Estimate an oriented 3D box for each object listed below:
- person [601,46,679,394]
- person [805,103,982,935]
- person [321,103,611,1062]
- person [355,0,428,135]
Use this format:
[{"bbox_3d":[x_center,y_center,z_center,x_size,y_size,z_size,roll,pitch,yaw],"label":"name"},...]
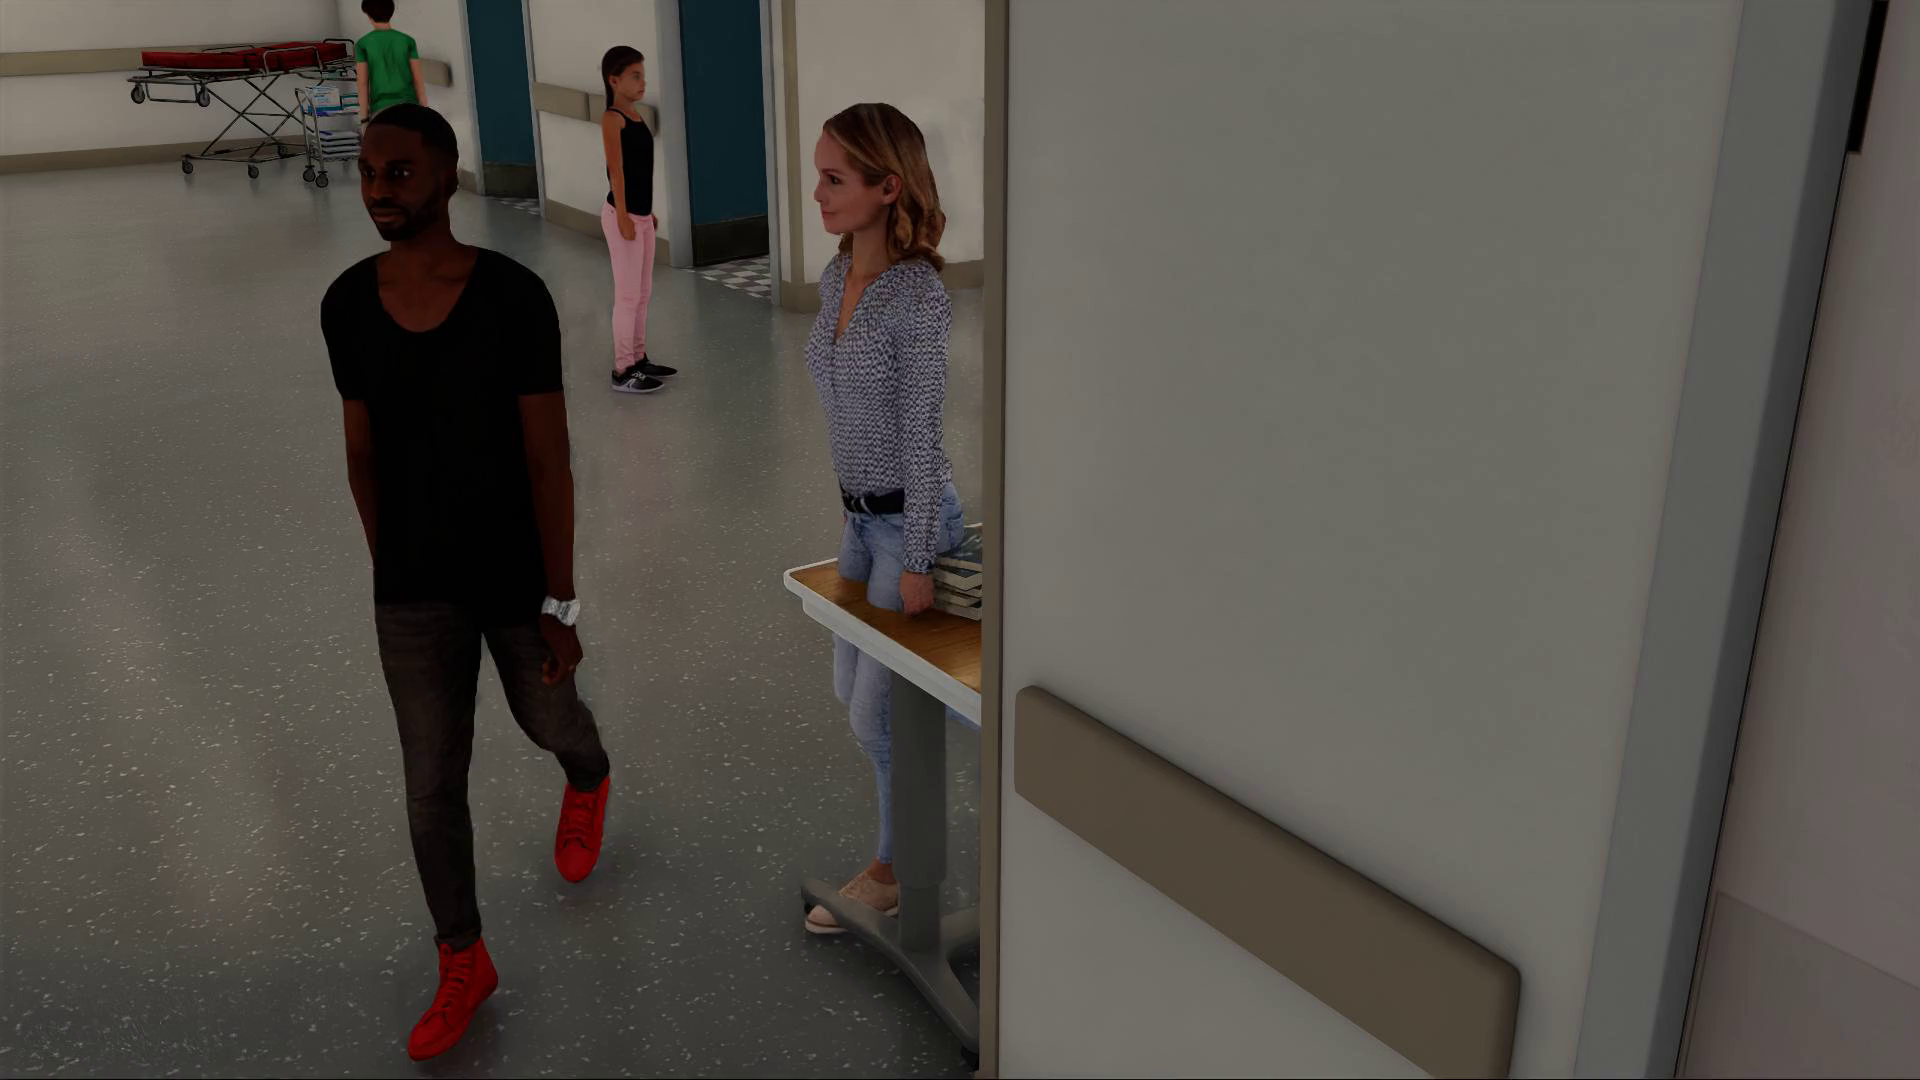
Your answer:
[{"bbox_3d":[-1.529,-1.483,7.707,0.677,1.563,0.611,3,21,7],"label":"person"},{"bbox_3d":[-0.059,0.002,3.489,0.712,1.775,0.854,-12,24,-28],"label":"person"},{"bbox_3d":[-0.933,0.043,3.369,1.103,1.782,1.219,1,21,4],"label":"person"},{"bbox_3d":[-3.749,-2.812,11.102,0.712,1.645,0.872,-8,22,-21],"label":"person"}]
